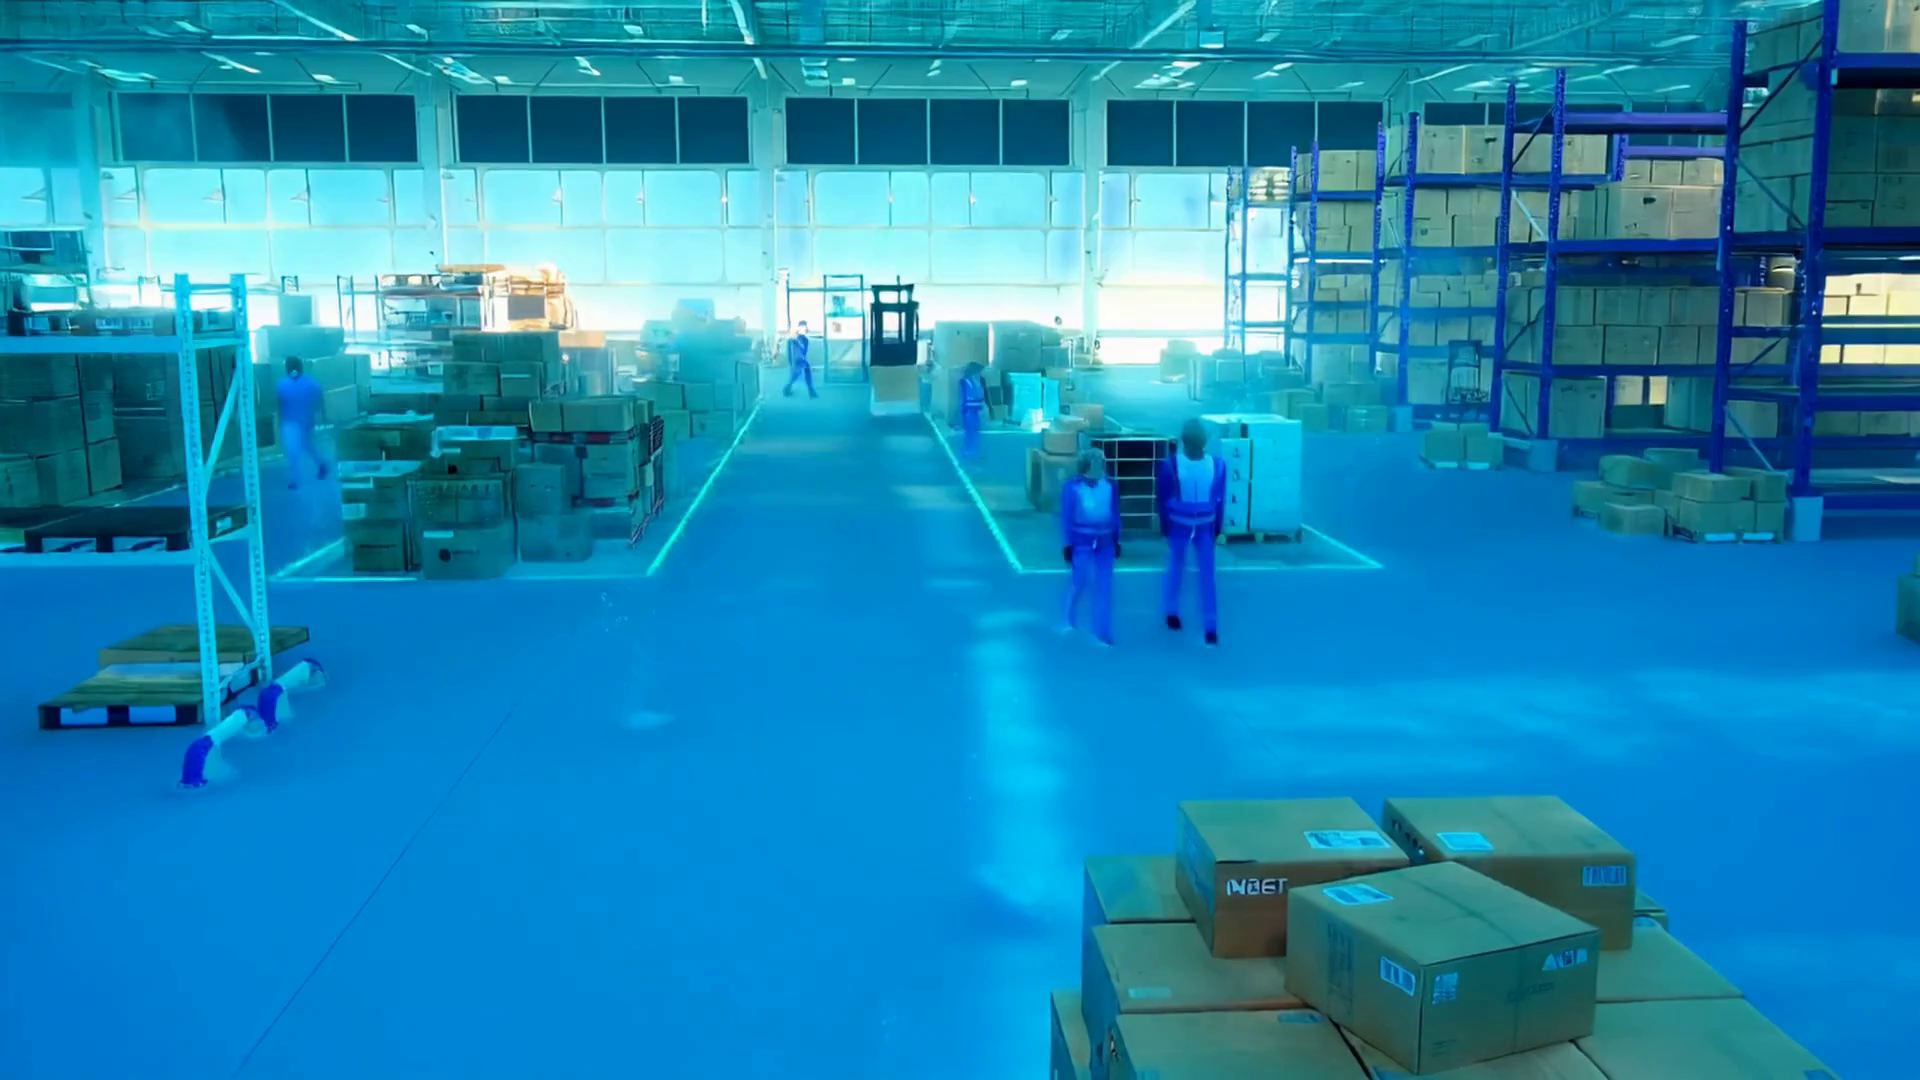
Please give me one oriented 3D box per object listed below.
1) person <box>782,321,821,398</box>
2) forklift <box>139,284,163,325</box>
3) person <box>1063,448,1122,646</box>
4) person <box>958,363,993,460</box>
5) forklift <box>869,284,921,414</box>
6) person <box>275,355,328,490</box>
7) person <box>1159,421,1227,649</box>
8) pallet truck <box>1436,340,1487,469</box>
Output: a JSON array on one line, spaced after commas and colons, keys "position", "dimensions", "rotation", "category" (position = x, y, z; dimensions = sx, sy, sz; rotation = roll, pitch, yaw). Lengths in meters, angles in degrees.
[{"position": [-3.955, -4.451, 41.069], "dimensions": [0.943, 1.903, 0.557], "rotation": [2, 9, 12], "category": "person"}, {"position": [-18.064, -4.339, 37.273], "dimensions": [1.873, 2.768, 1.129], "rotation": [-5, 10, -30], "category": "forklift"}, {"position": [1.074, 0.036, 13.758], "dimensions": [0.524, 1.622, 0.646], "rotation": [-2, 9, -14], "category": "person"}, {"position": [0.224, -2.133, 27.441], "dimensions": [0.523, 1.596, 0.853], "rotation": [-9, 13, -44], "category": "person"}, {"position": [-1.438, -4.192, 36.351], "dimensions": [1.129, 2.768, 1.873], "rotation": [-1, 9, -4], "category": "forklift"}, {"position": [-9.359, -1.684, 23.653], "dimensions": [0.660, 1.912, 0.723], "rotation": [0, 9, 3], "category": "person"}, {"position": [1.912, -0.082, 13.797], "dimensions": [0.575, 1.848, 0.926], "rotation": [0, 9, -1], "category": "person"}, {"position": [8.004, -2.170, 26.422], "dimensions": [0.823, 1.965, 1.885], "rotation": [2, 9, 14], "category": "pallet truck"}]
